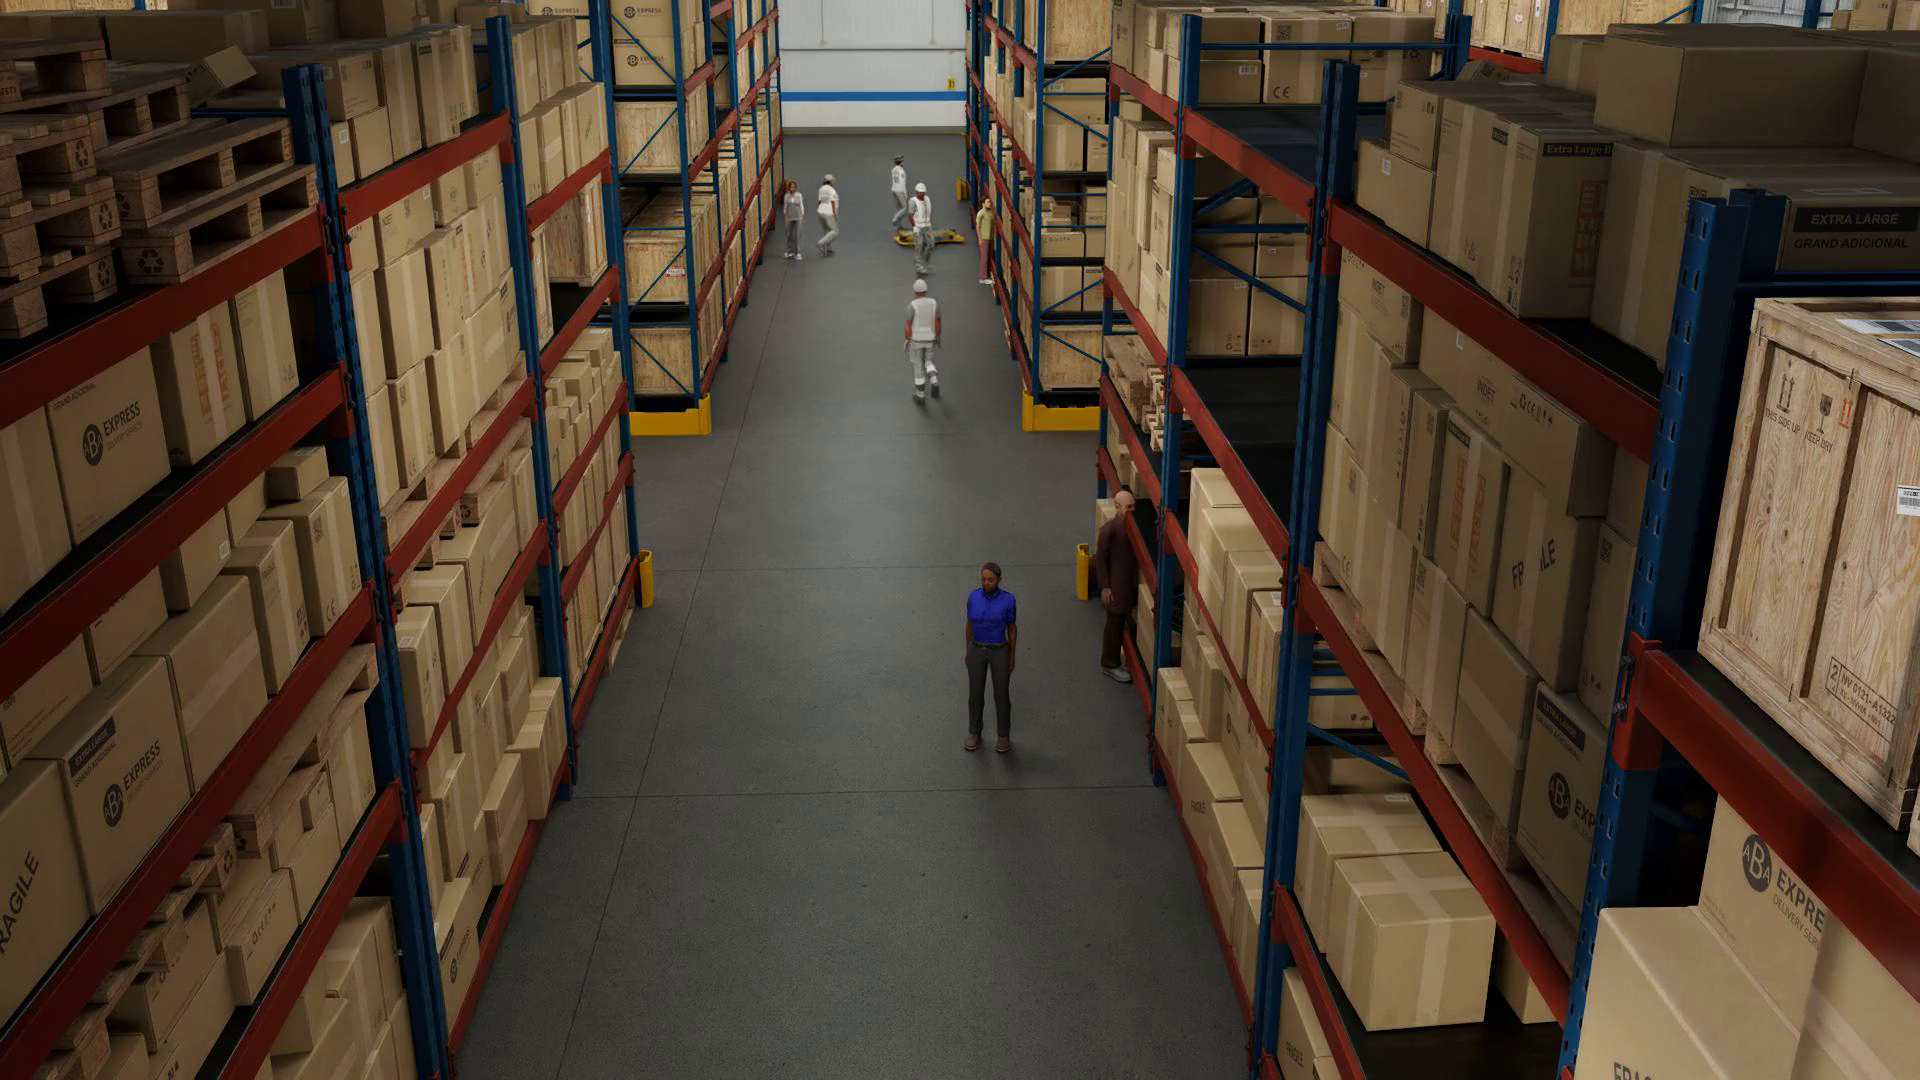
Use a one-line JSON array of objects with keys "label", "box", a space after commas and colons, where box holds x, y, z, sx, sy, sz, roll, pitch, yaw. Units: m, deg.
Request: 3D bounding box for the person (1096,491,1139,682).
[{"label": "person", "box": [1.589, 0.421, 15.339, 0.490, 1.781, 0.575, 19, 27, 41]}]

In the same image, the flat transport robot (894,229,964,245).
[{"label": "flat transport robot", "box": [-0.685, -6.645, 36.508, 1.431, 0.240, 0.659, -6, 21, -16]}]

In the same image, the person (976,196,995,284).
[{"label": "person", "box": [0.524, -5.833, 32.263, 0.412, 1.669, 0.430, 10, 23, 25]}]

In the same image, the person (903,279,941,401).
[{"label": "person", "box": [-0.532, -2.892, 24.156, 0.566, 1.788, 0.517, -9, 22, -23]}]

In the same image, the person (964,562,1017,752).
[{"label": "person", "box": [0.250, 0.978, 14.026, 0.439, 1.659, 0.338, 4, 21, 11]}]

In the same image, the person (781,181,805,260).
[{"label": "person", "box": [-3.484, -6.640, 34.531, 0.513, 1.612, 0.450, -1, 21, -4]}]

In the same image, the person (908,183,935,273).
[{"label": "person", "box": [-0.746, -6.191, 33.009, 0.609, 1.787, 0.400, -17, 26, -38]}]

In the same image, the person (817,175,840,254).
[{"label": "person", "box": [-2.808, -6.801, 34.855, 0.632, 1.660, 0.504, -18, 27, -39]}]

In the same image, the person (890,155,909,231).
[{"label": "person", "box": [-1.410, -7.819, 37.563, 0.526, 1.648, 0.511, -10, 23, -25]}]
